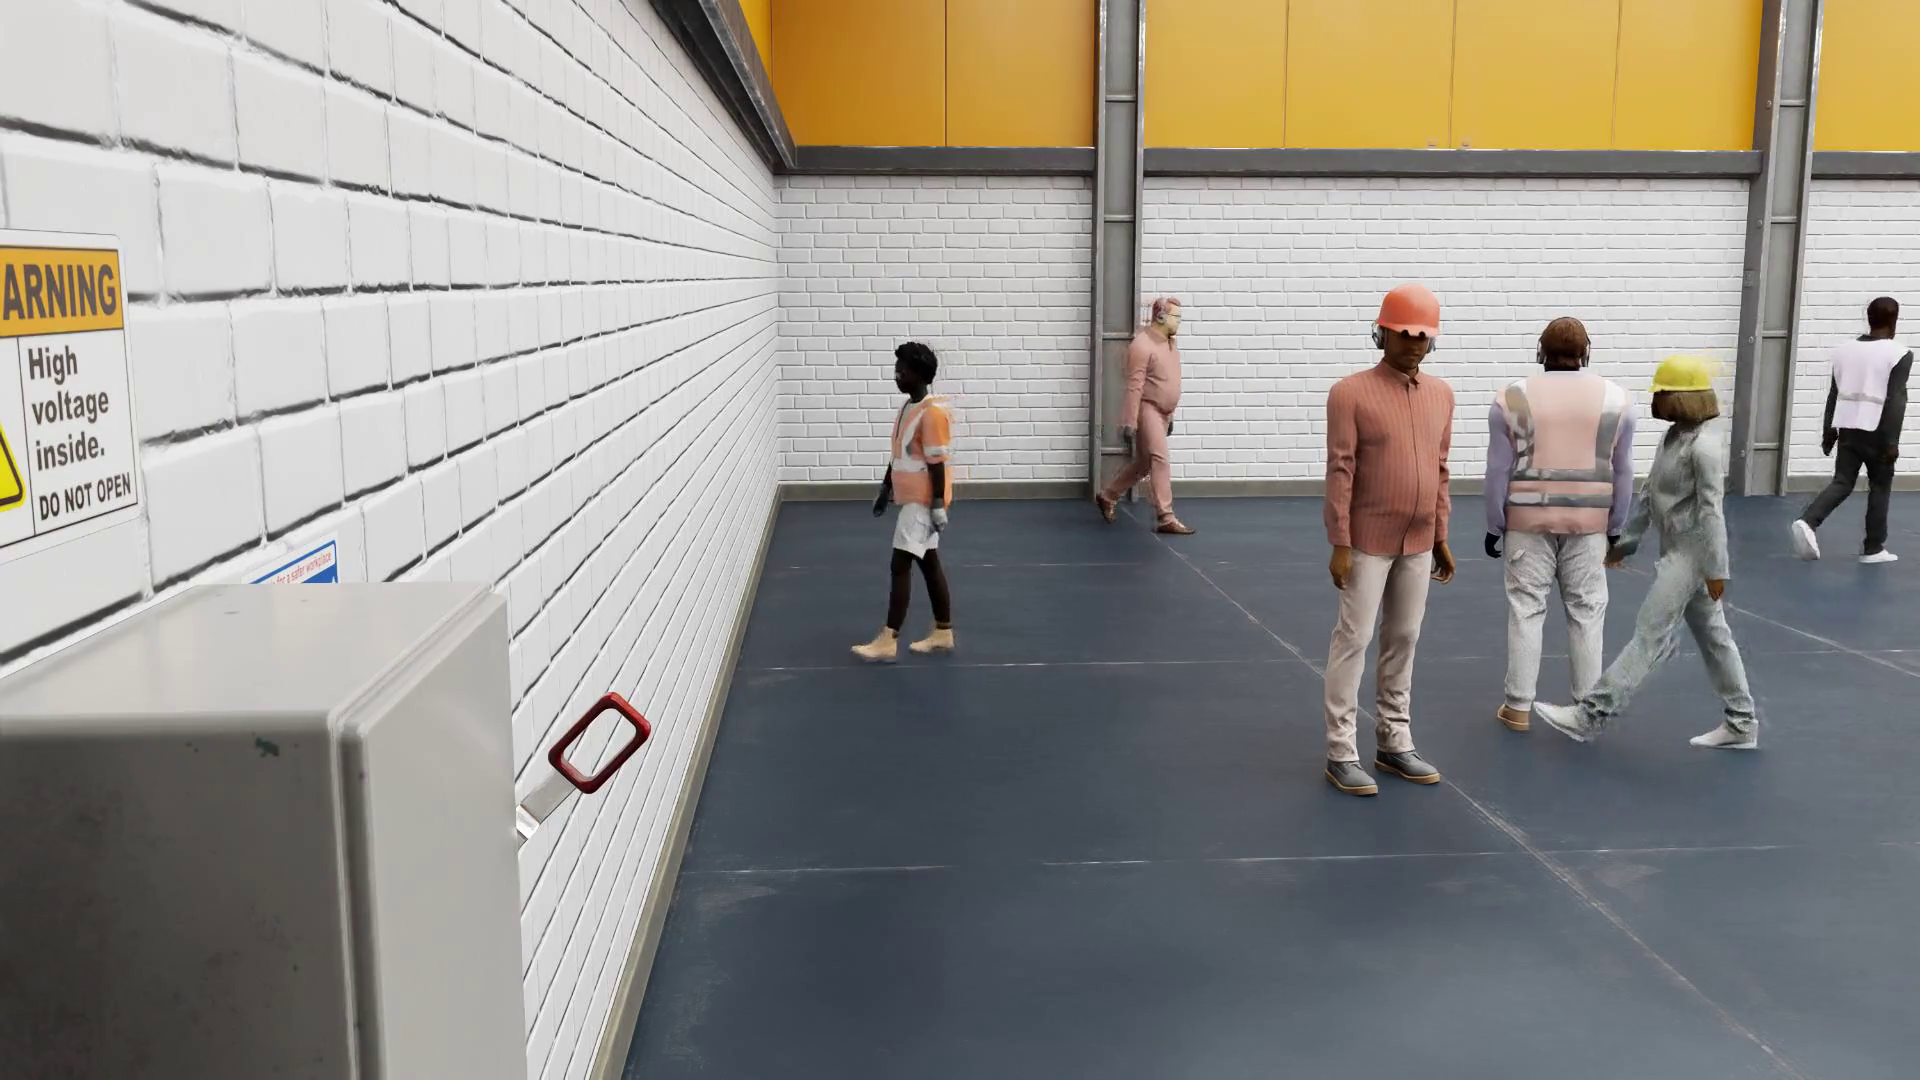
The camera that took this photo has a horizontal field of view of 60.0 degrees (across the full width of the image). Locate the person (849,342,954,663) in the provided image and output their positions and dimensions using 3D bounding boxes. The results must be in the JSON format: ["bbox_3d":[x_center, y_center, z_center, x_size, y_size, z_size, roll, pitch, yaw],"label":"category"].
[{"bbox_3d":[-0.327,-0.193,8.734,0.691,1.675,0.545,-2,9,-15],"label":"person"}]

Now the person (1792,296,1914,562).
[{"bbox_3d":[6.245,-0.756,11.622,0.801,1.889,0.591,-4,10,-24],"label":"person"}]

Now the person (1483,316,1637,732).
[{"bbox_3d":[2.634,-0.062,7.374,0.623,1.844,0.430,2,9,11],"label":"person"}]

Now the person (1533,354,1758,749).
[{"bbox_3d":[2.962,0.066,7.030,0.962,1.687,0.499,2,9,10],"label":"person"}]

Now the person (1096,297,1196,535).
[{"bbox_3d":[1.452,-0.991,13.170,0.898,1.865,0.687,5,11,31],"label":"person"}]

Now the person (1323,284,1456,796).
[{"bbox_3d":[1.697,-0.002,6.533,0.609,1.988,0.392,-4,10,-26],"label":"person"}]
